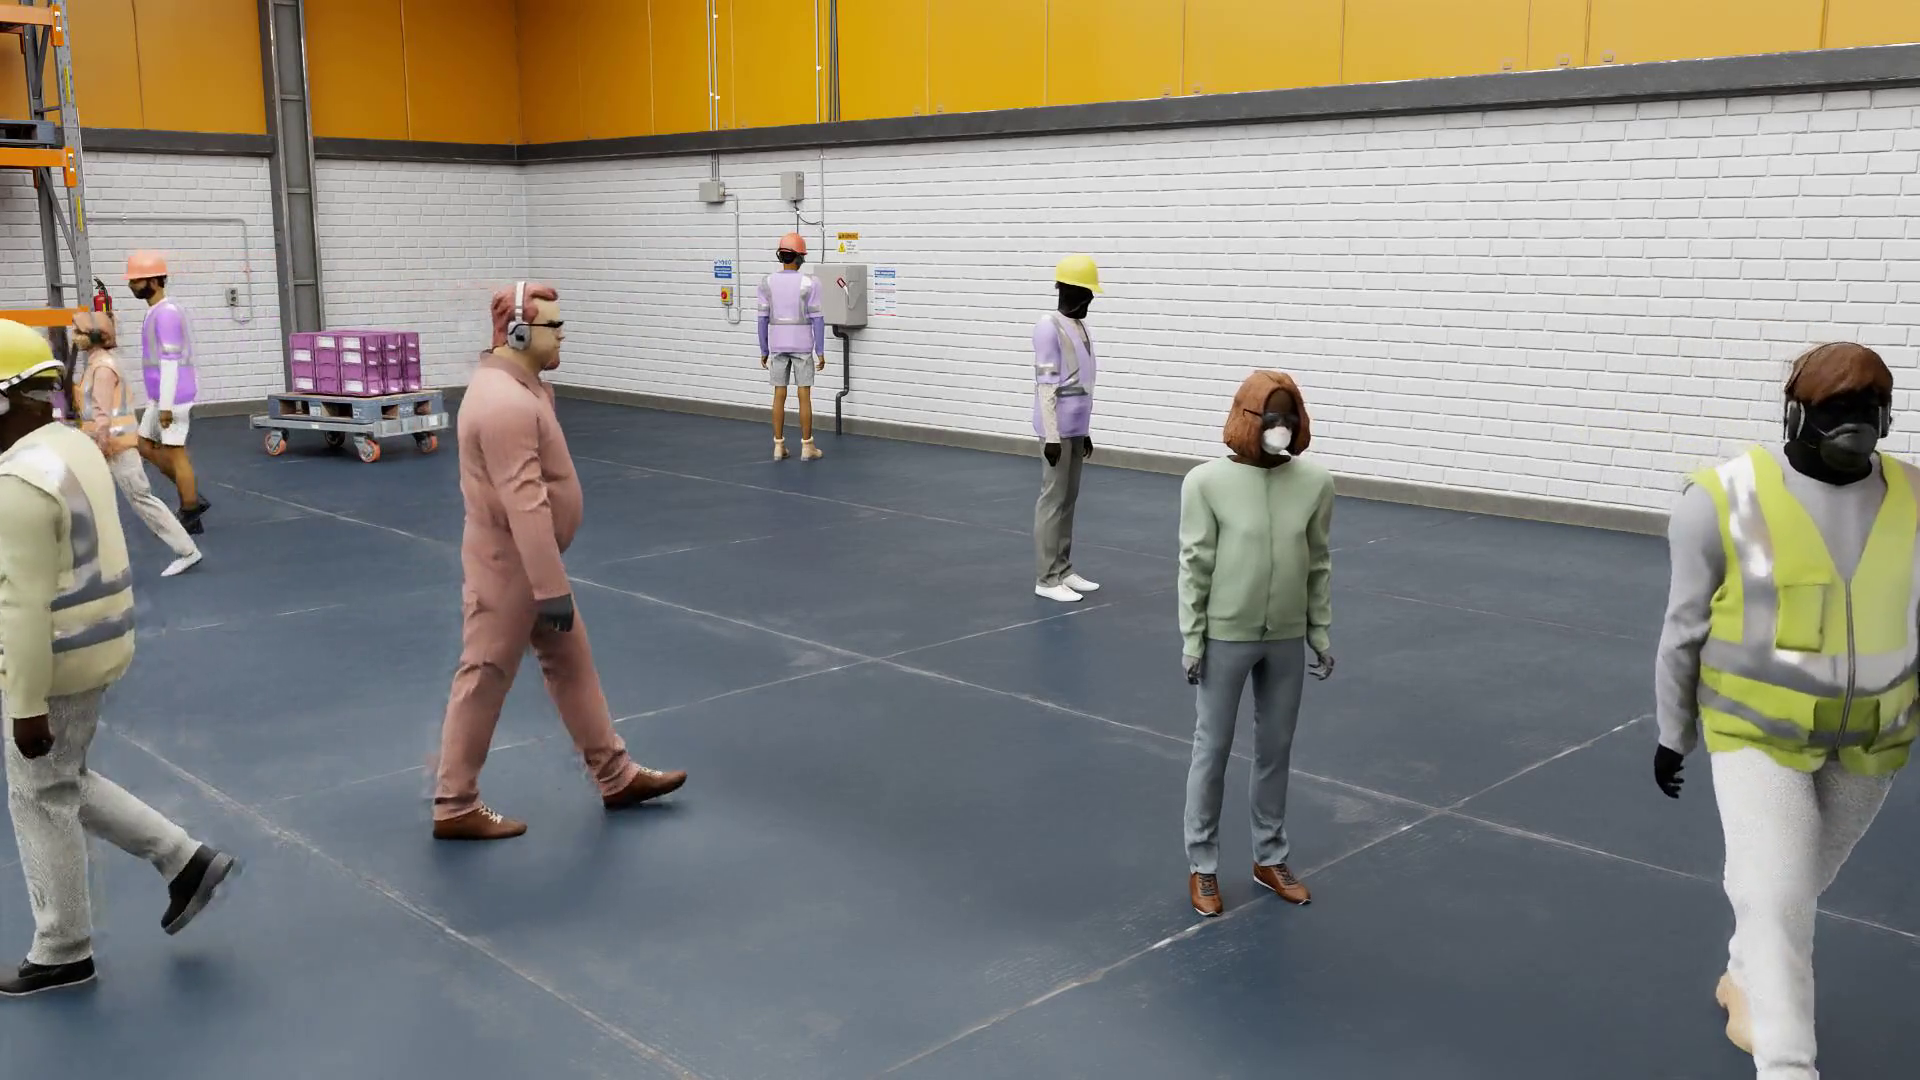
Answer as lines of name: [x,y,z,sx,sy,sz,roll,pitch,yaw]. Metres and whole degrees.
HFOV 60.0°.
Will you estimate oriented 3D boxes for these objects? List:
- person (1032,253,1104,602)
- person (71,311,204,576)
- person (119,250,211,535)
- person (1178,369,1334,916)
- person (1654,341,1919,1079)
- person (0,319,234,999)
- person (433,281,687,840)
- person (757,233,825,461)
person: [0.605,-0.627,9.290,0.378,1.922,0.585,4,11,22]
person: [-4.922,-0.539,9.697,0.877,1.595,0.519,-7,13,-35]
person: [-5.332,-0.964,11.119,0.447,1.919,0.560,-7,12,-32]
person: [0.887,0.305,4.992,0.497,1.633,0.287,-3,11,-16]
person: [1.946,0.442,3.818,0.641,1.798,0.950,1,10,4]
person: [-2.353,0.321,4.419,0.529,1.812,0.601,-3,11,-14]
person: [-1.370,0.081,5.577,0.940,1.861,0.678,-2,11,-11]
person: [-1.507,-1.734,14.992,0.615,2.040,0.391,2,11,12]
